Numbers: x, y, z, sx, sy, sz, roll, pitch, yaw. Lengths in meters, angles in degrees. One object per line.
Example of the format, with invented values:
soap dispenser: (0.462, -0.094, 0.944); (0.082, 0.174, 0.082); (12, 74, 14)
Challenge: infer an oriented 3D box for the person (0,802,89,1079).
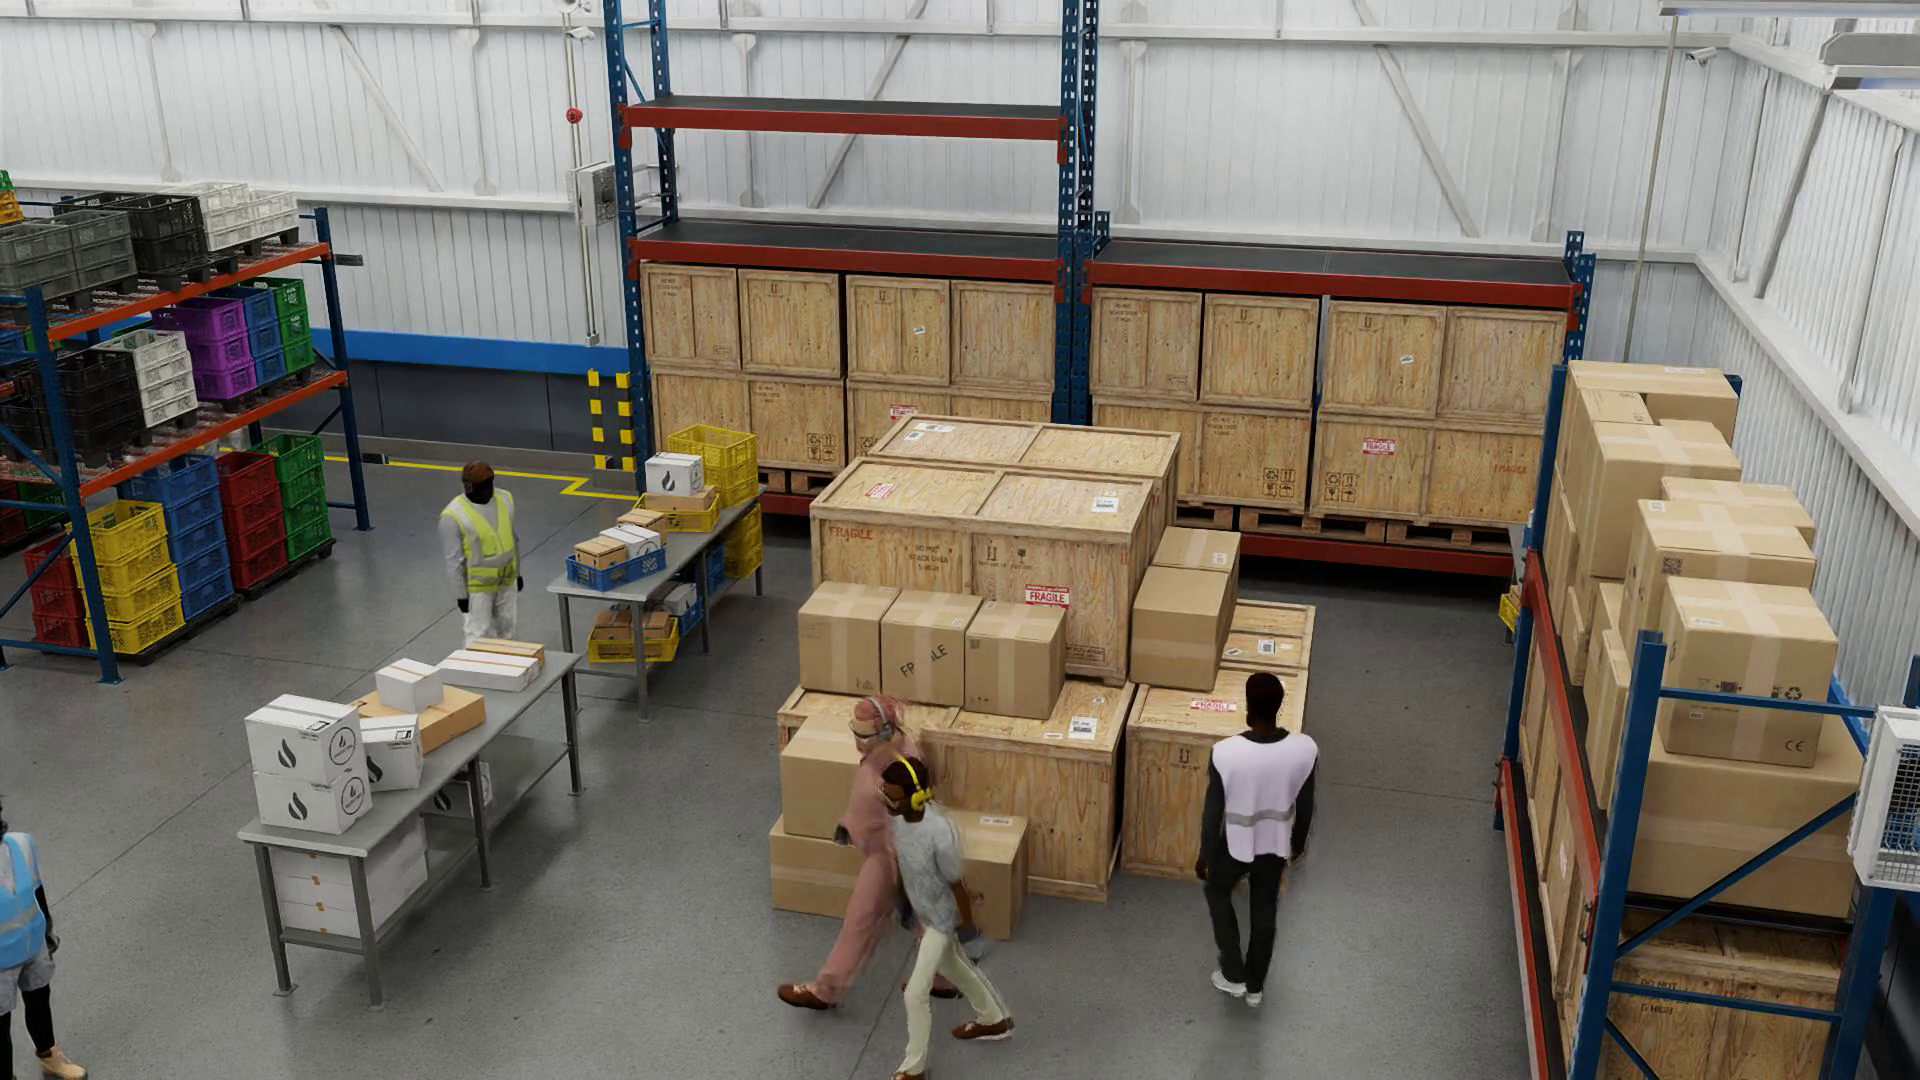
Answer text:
person: (-4.536, 1.956, 7.916); (0.318, 1.690, 0.527); (7, 22, 18)

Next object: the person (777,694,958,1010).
person: (-0.464, 1.617, 8.587); (0.987, 1.842, 0.672); (0, 21, 0)

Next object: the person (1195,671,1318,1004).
person: (1.523, 1.557, 8.653); (0.637, 1.902, 0.481); (-5, 21, -12)

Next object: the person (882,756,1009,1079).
person: (-0.085, 1.819, 8.132); (0.831, 1.815, 0.546); (-11, 23, -26)

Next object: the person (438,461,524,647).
person: (-3.424, 0.294, 12.072); (0.429, 1.836, 0.627); (15, 26, 34)

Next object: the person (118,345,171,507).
person: (-7.417, -0.936, 15.254); (0.631, 1.857, 0.543); (7, 22, 18)

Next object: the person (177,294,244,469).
person: (-7.635, -1.616, 16.917); (0.372, 1.940, 0.632); (18, 28, 40)
